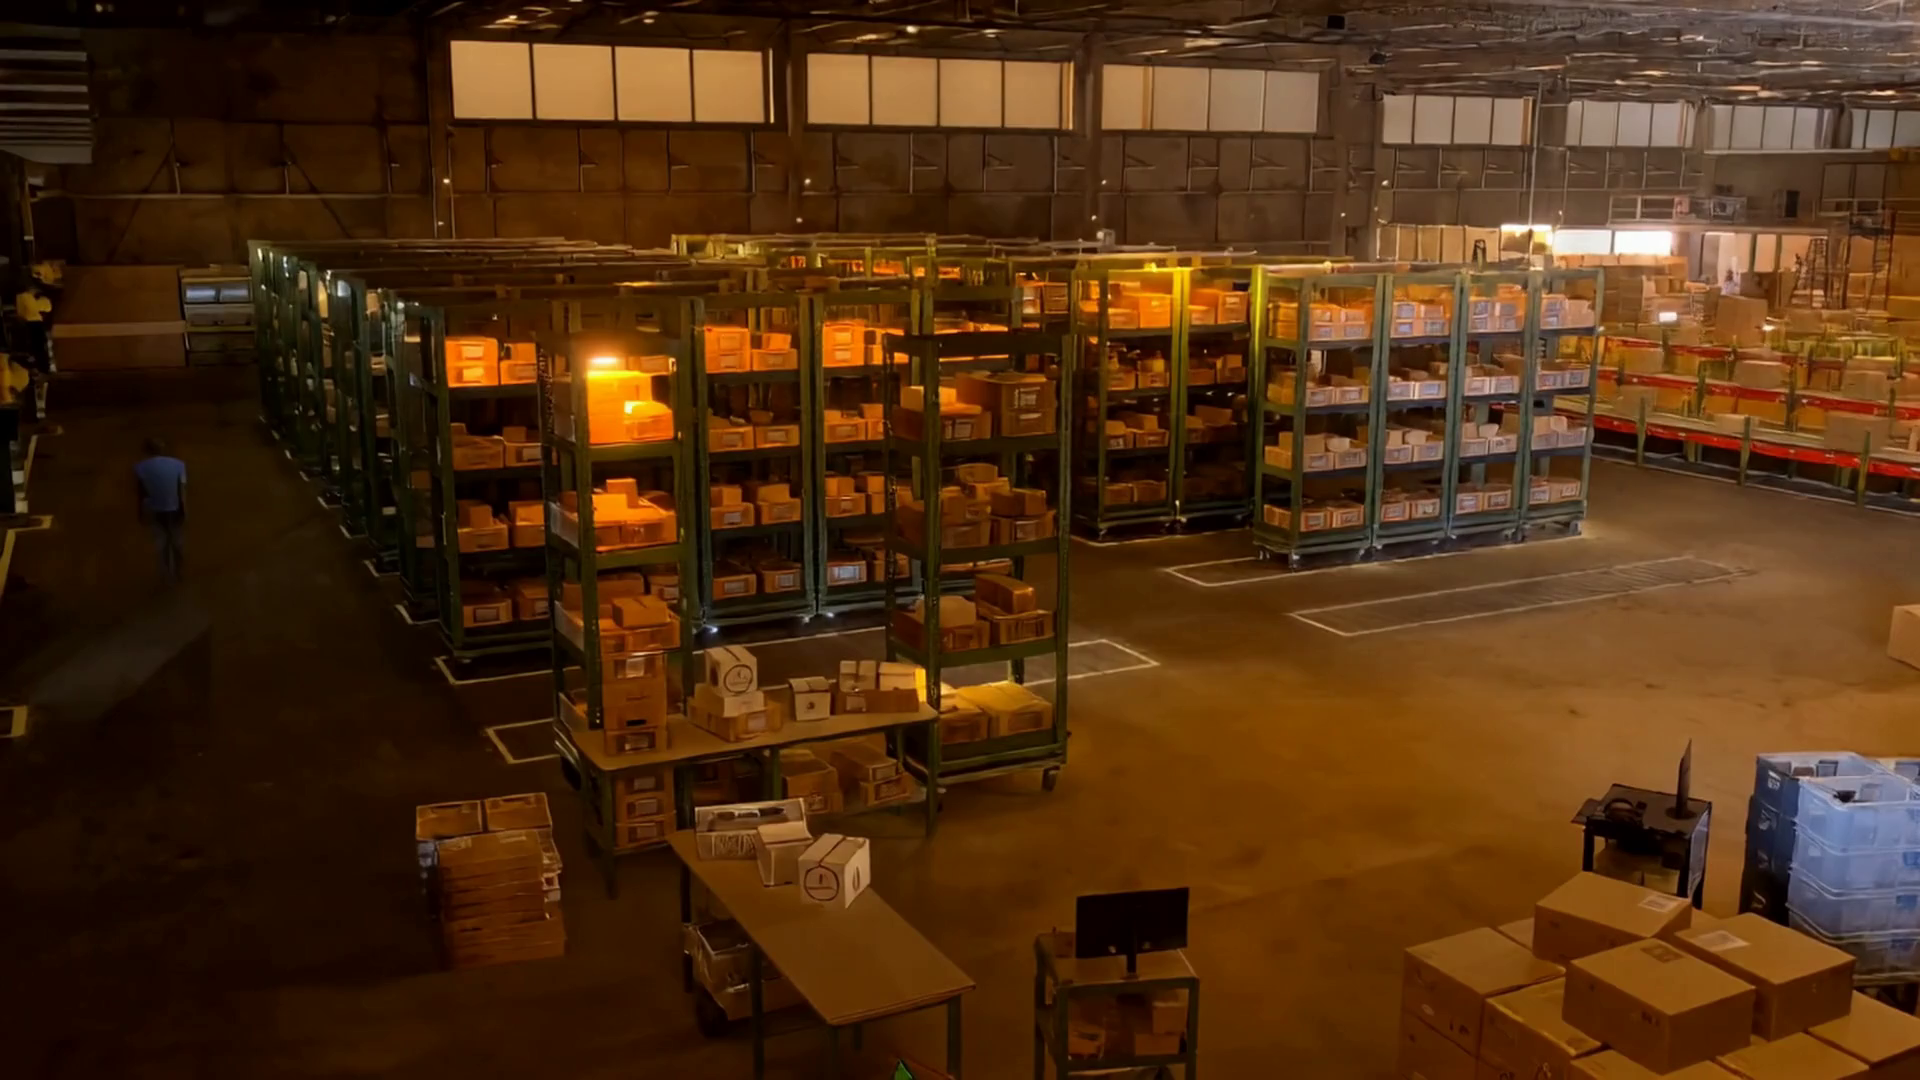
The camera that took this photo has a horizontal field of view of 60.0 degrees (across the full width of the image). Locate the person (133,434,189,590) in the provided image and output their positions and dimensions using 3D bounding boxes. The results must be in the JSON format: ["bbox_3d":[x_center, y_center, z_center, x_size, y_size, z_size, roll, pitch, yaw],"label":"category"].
[{"bbox_3d":[-9.443,-0.356,19.712,0.571,1.809,0.901,-6,14,-27],"label":"person"}]

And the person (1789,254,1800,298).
[{"bbox_3d":[34.476,-10.881,68.790,0.382,1.874,0.585,9,15,37],"label":"person"}]

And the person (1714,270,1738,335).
[{"bbox_3d":[24.093,-7.443,52.291,0.381,2.045,0.605,-7,14,-29],"label":"person"}]

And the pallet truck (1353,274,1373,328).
[{"bbox_3d":[13.011,-8.050,55.243,0.823,1.965,1.885,-7,14,-28],"label":"pallet truck"}]
